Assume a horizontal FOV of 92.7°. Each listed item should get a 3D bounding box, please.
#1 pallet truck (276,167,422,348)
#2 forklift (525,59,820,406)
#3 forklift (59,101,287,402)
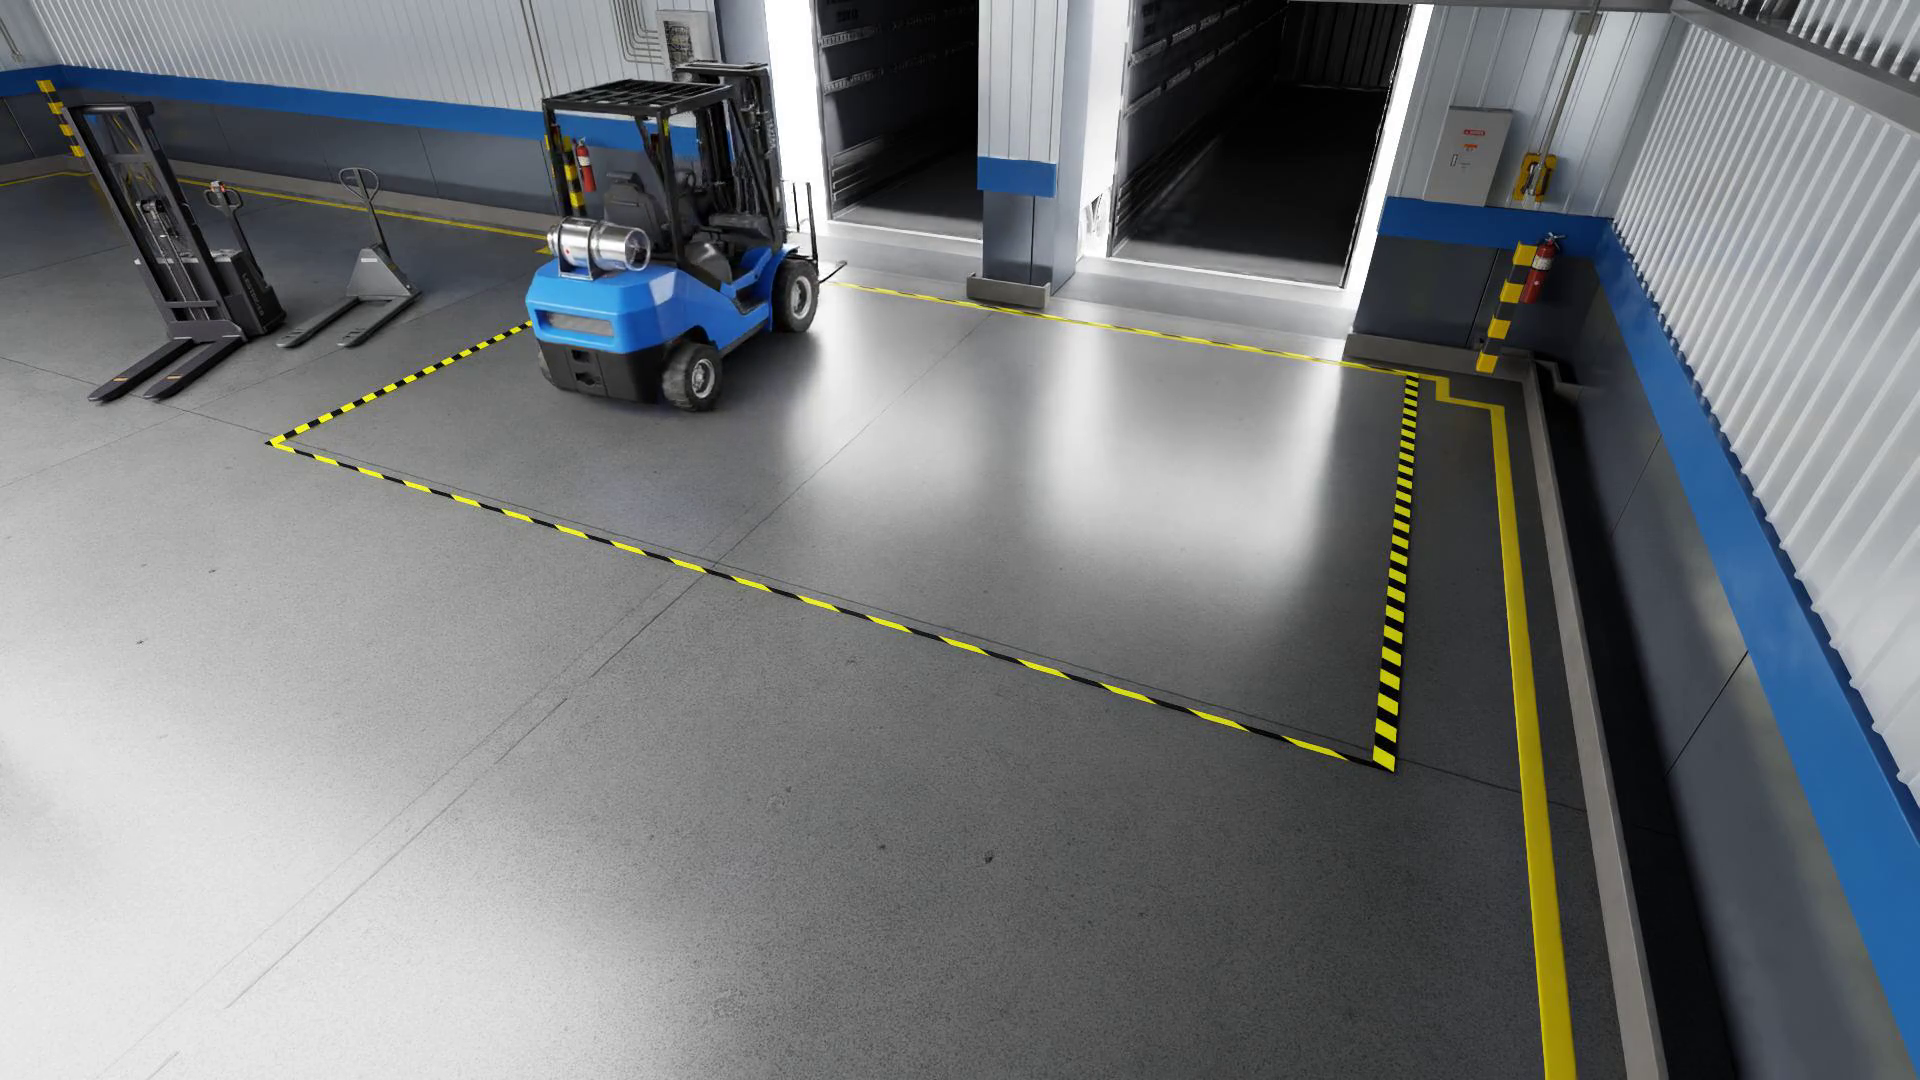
[{"bbox_3d":[-5.732,-2.611,8.414,0.680,1.201,1.601,-1,35,-1],"label":"pallet truck"},{"bbox_3d":[-2.307,-2.570,7.381,1.157,2.036,2.680,12,37,16],"label":"forklift"},{"bbox_3d":[-6.686,-2.387,7.434,0.823,1.965,1.885,-3,35,-5],"label":"forklift"}]
